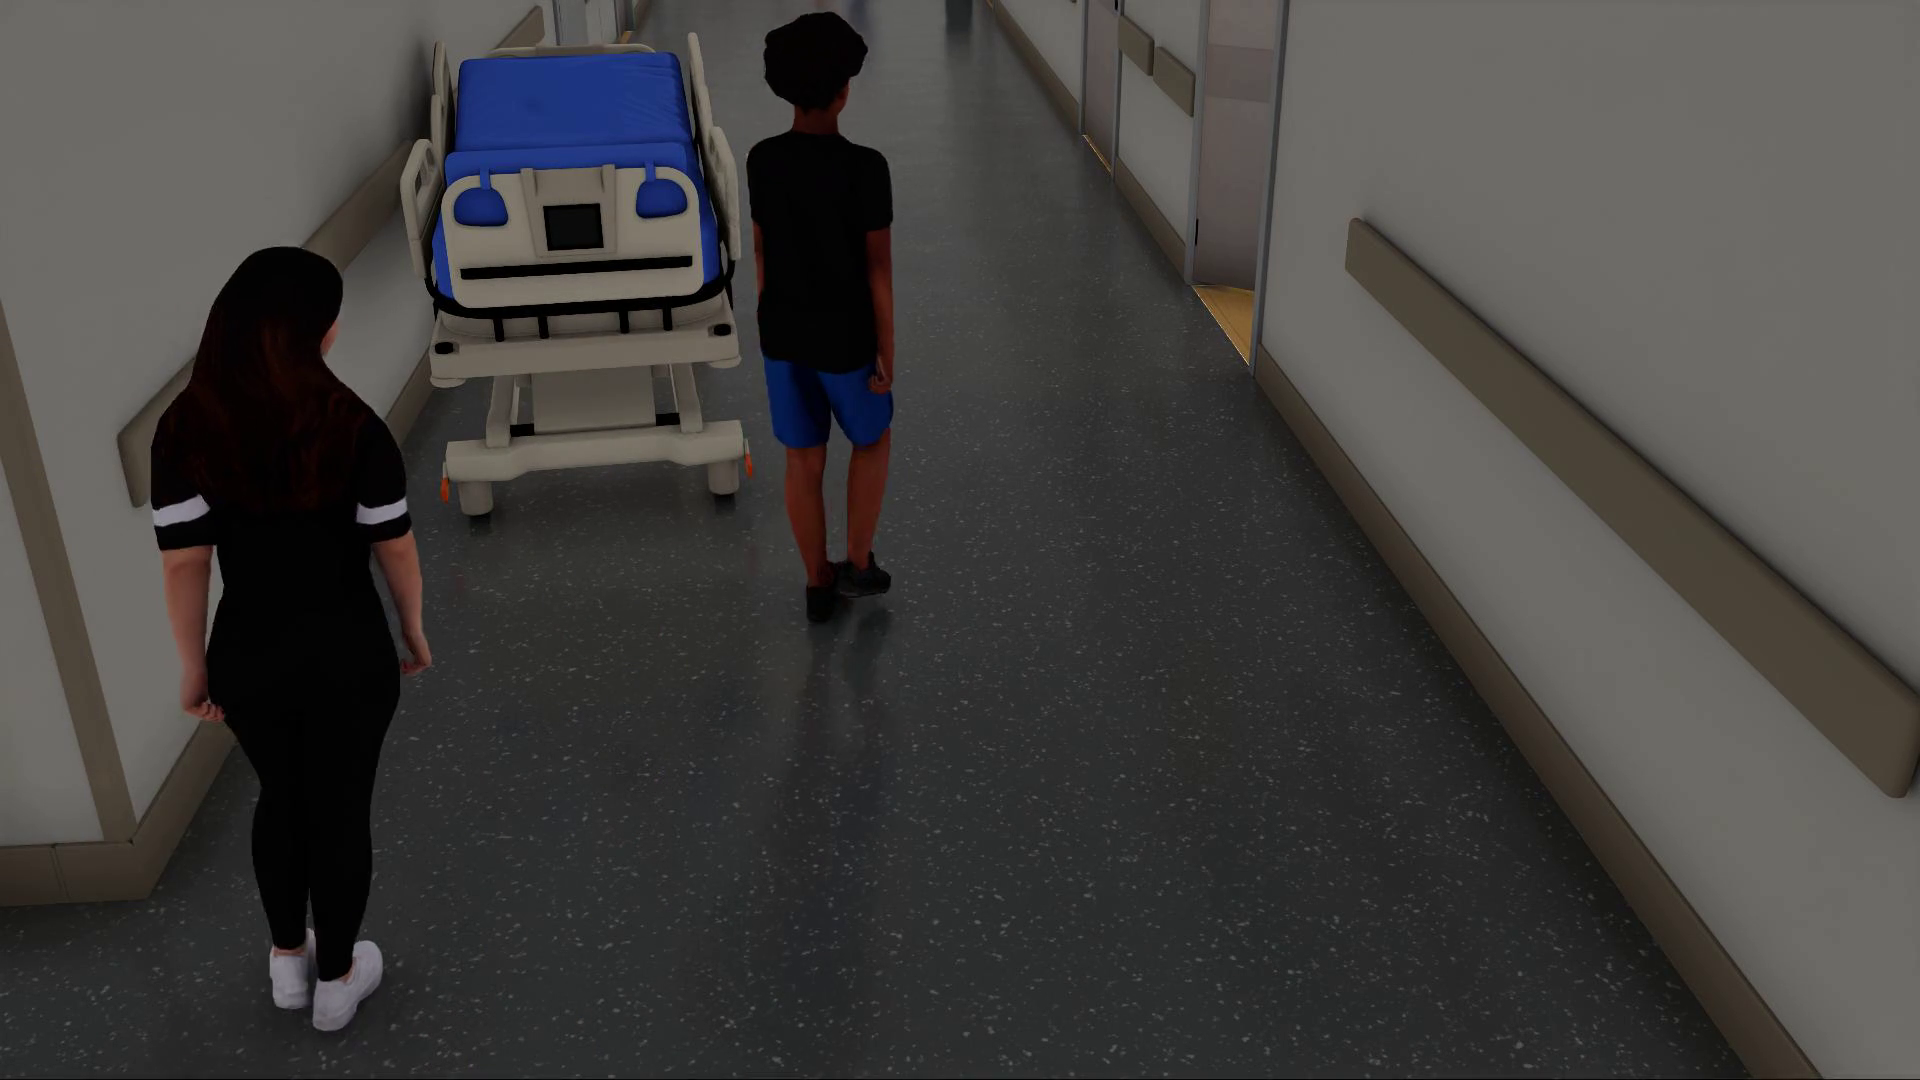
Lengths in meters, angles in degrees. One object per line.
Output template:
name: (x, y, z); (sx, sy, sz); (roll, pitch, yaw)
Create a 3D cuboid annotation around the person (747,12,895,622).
person: (-0.432, -0.562, 4.772); (0.629, 1.785, 0.744); (5, 26, 10)

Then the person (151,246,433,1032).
person: (-1.317, 0.264, 3.274); (0.579, 1.599, 0.679); (-9, 27, -19)
